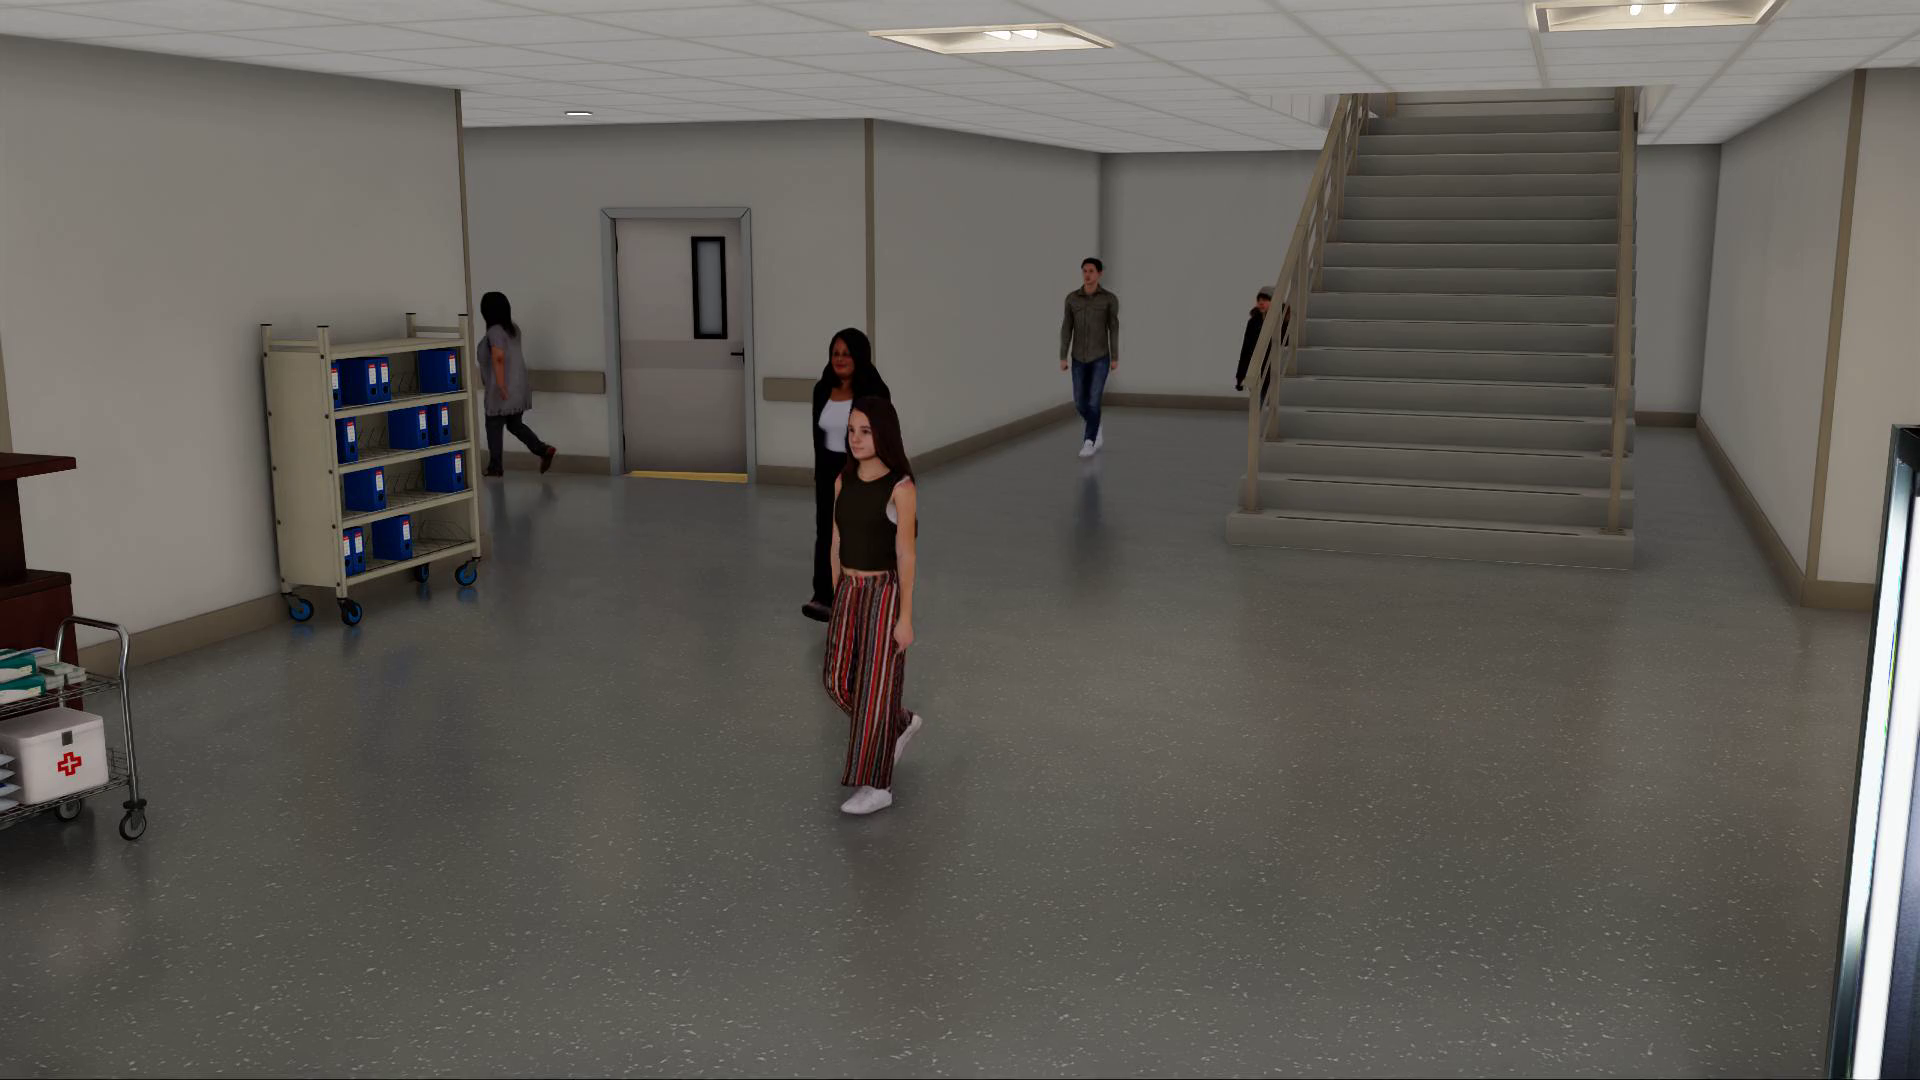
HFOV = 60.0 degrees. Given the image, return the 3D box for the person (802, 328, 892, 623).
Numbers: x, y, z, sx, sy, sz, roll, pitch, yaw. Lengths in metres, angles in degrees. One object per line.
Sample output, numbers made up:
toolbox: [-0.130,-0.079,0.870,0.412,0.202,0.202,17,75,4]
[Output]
person: [-0.548,-0.343,9.182,0.679,1.566,1.111,3,11,18]

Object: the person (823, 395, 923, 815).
person: [-0.276,0.226,6.210,0.660,1.556,0.825,7,13,34]

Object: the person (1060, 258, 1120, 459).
person: [1.253,-1.702,15.593,0.687,1.844,1.040,4,11,20]

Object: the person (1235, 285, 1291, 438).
person: [2.788,-1.456,14.912,0.795,1.616,0.916,9,14,39]

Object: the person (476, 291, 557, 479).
person: [-3.831,-1.320,14.274,0.725,1.587,0.853,3,11,13]
